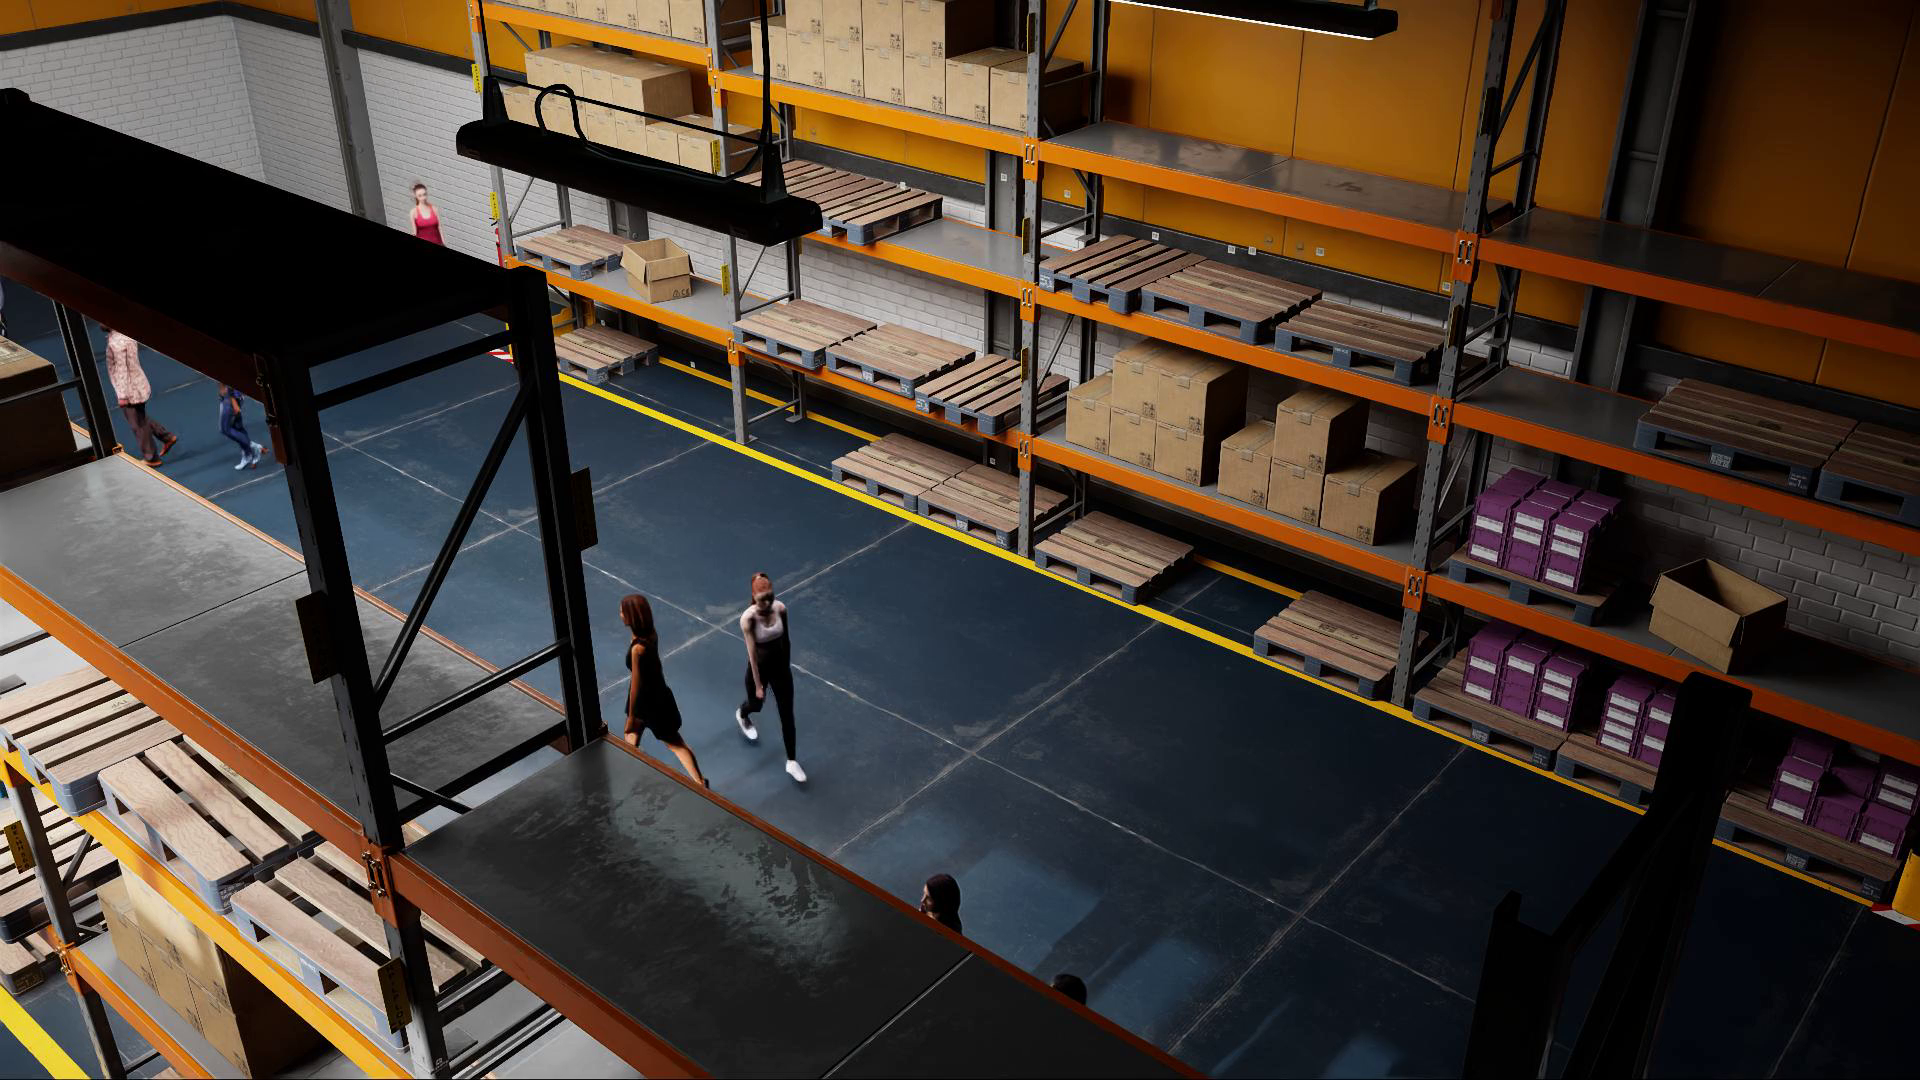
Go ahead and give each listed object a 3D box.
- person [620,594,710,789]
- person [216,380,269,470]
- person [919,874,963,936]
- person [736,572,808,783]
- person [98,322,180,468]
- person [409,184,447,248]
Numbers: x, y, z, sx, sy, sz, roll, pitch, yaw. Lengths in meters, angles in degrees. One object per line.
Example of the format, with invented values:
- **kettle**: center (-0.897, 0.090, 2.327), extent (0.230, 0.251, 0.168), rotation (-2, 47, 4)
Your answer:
- **person**: center (-2.200, 1.243, 12.399), extent (1.223, 1.781, 1.159), rotation (-4, 29, -7)
- **person**: center (-7.631, -1.488, 17.585), extent (0.810, 1.610, 0.733), rotation (-10, 30, -18)
- **person**: center (-0.125, 2.657, 9.982), extent (0.707, 1.614, 0.553), rotation (-17, 33, -28)
- **person**: center (-1.560, 1.005, 12.910), extent (0.808, 1.709, 1.240), rotation (-18, 33, -30)
- **person**: center (-8.671, -1.603, 17.606), extent (0.923, 1.792, 0.860), rotation (-7, 29, -13)
- **person**: center (-6.928, -3.806, 21.710), extent (0.775, 1.728, 1.044), rotation (-16, 32, -26)
